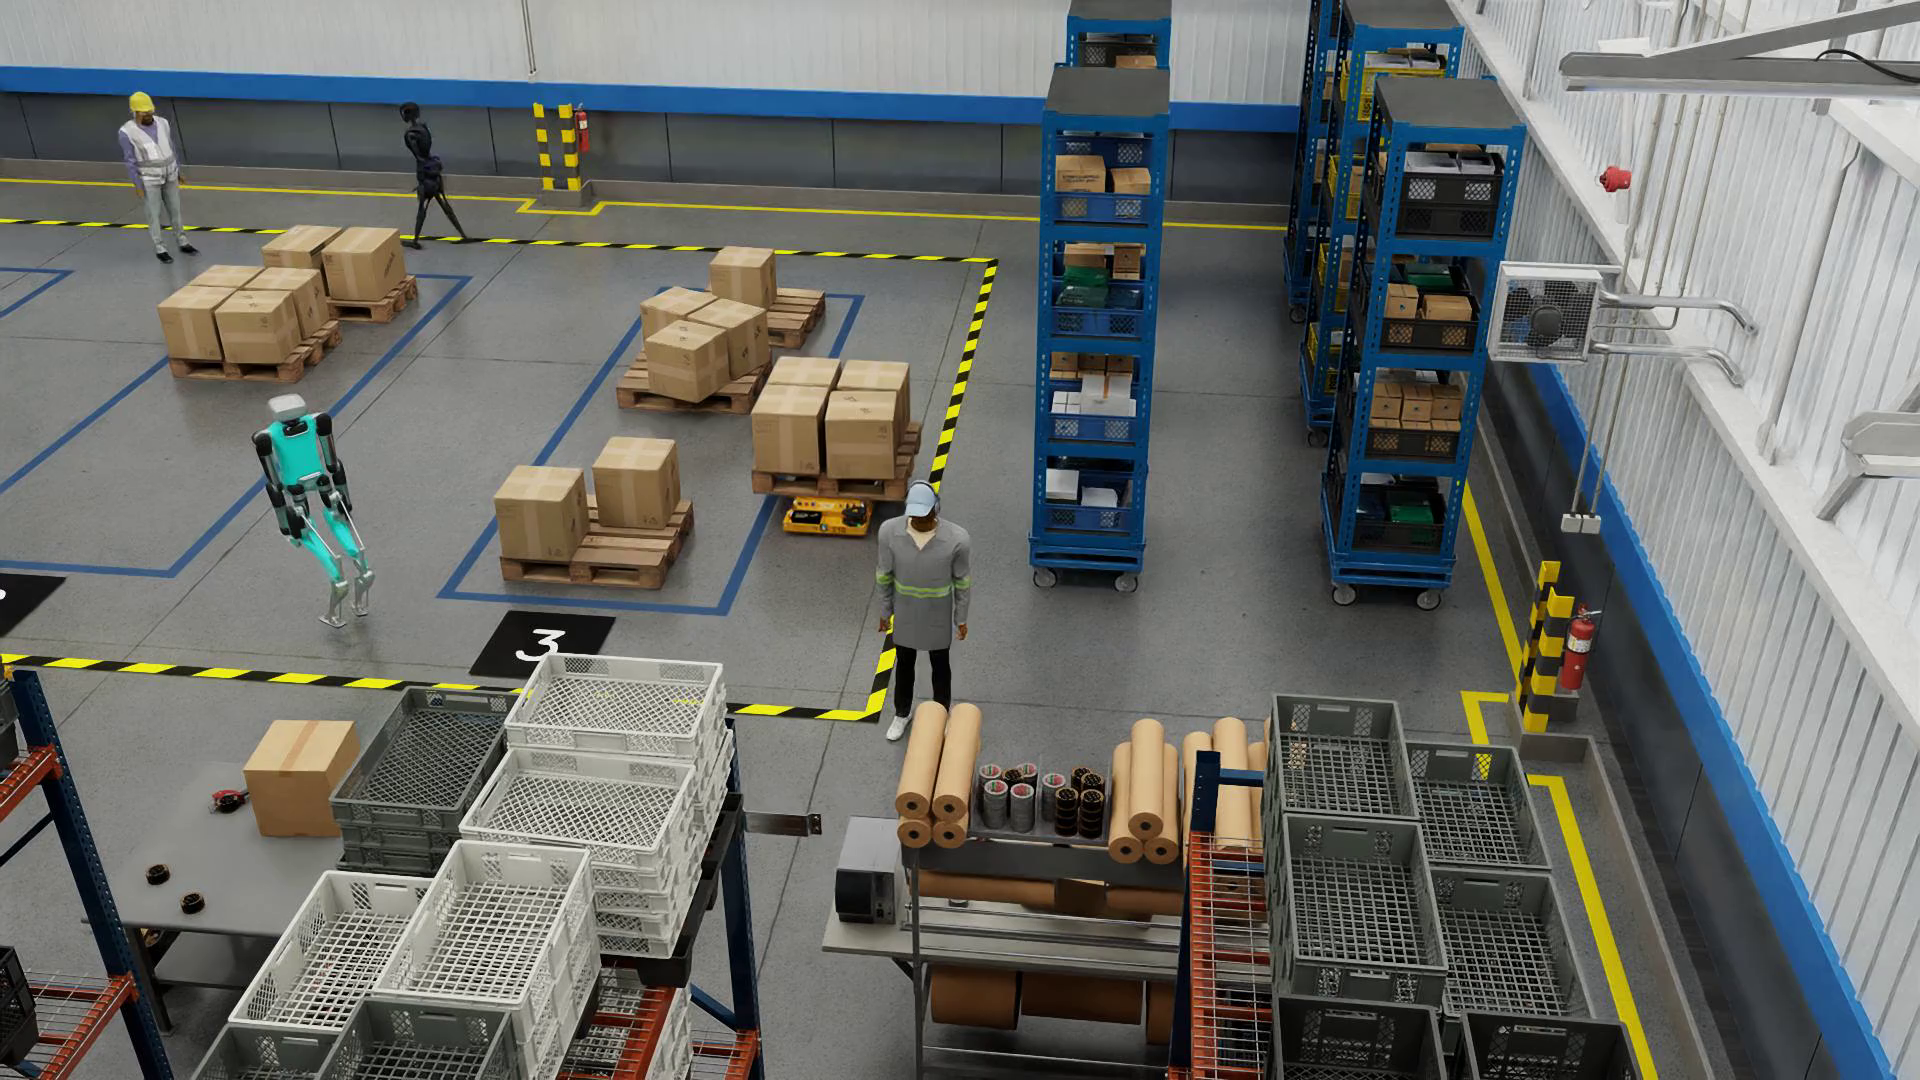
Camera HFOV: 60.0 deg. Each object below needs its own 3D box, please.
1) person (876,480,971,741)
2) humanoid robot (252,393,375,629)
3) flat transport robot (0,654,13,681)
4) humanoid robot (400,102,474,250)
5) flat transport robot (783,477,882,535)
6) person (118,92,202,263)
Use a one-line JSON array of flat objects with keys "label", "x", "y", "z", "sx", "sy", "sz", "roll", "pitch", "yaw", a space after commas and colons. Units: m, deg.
[{"label": "person", "x": -0.233, "y": 0.453, "z": 10.322, "sx": 0.587, "sy": 1.852, "sz": 0.390, "roll": 5, "pitch": 31, "yaw": 8}, {"label": "humanoid robot", "x": -4.314, "y": -0.139, "z": 11.319, "sx": 0.533, "sy": 1.677, "sz": 0.735, "roll": -26, "pitch": 39, "yaw": -37}, {"label": "flat transport robot", "x": -7.142, "y": 0.969, "z": 11.010, "sx": 1.431, "sy": 0.231, "sz": 0.659, "roll": 3, "pitch": 30, "yaw": 6}, {"label": "humanoid robot", "x": -5.829, "y": -3.977, "z": 18.147, "sx": 0.781, "sy": 1.619, "sz": 0.609, "roll": -3, "pitch": 30, "yaw": -5}, {"label": "flat transport robot", "x": -0.976, "y": -0.486, "z": 13.480, "sx": 0.652, "sy": 0.197, "sz": 1.431, "roll": 3, "pitch": 30, "yaw": 6}, {"label": "person", "x": -8.546, "y": -3.870, "z": 17.793, "sx": 0.497, "sy": 1.823, "sz": 0.598, "roll": 17, "pitch": 34, "yaw": 26}]
